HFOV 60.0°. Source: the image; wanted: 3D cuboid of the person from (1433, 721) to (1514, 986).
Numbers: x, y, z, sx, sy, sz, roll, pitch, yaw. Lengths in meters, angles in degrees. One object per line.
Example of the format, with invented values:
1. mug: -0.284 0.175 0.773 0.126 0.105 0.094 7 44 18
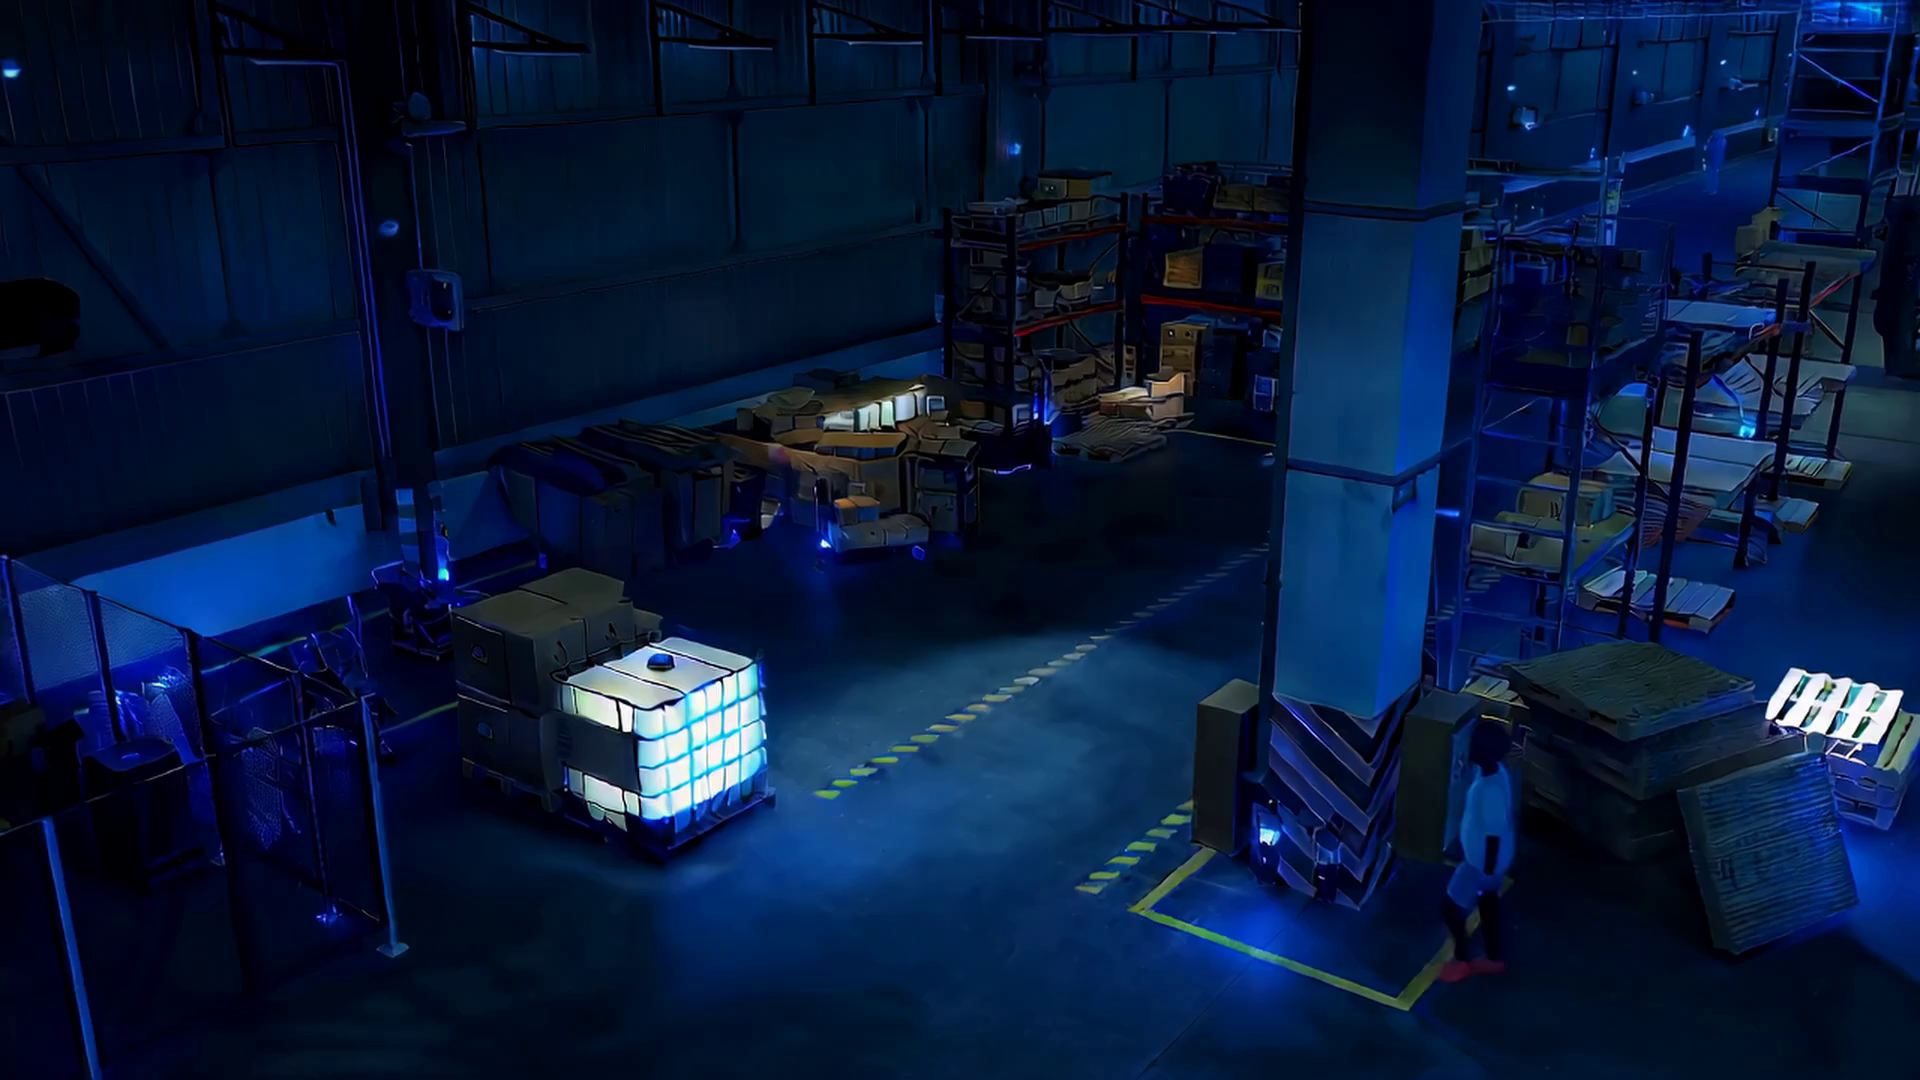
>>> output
1. person: 3.039 1.856 9.844 0.518 1.682 0.545 6 19 18

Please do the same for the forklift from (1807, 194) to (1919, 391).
1. forklift: 14.147 -3.795 25.234 1.873 2.768 1.129 13 22 34

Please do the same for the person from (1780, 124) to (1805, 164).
1. person: 29.212 -14.000 58.193 0.594 1.798 0.954 -12 22 -33

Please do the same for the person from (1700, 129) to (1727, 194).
1. person: 22.690 -11.397 50.051 0.404 1.905 0.650 -7 19 -20
